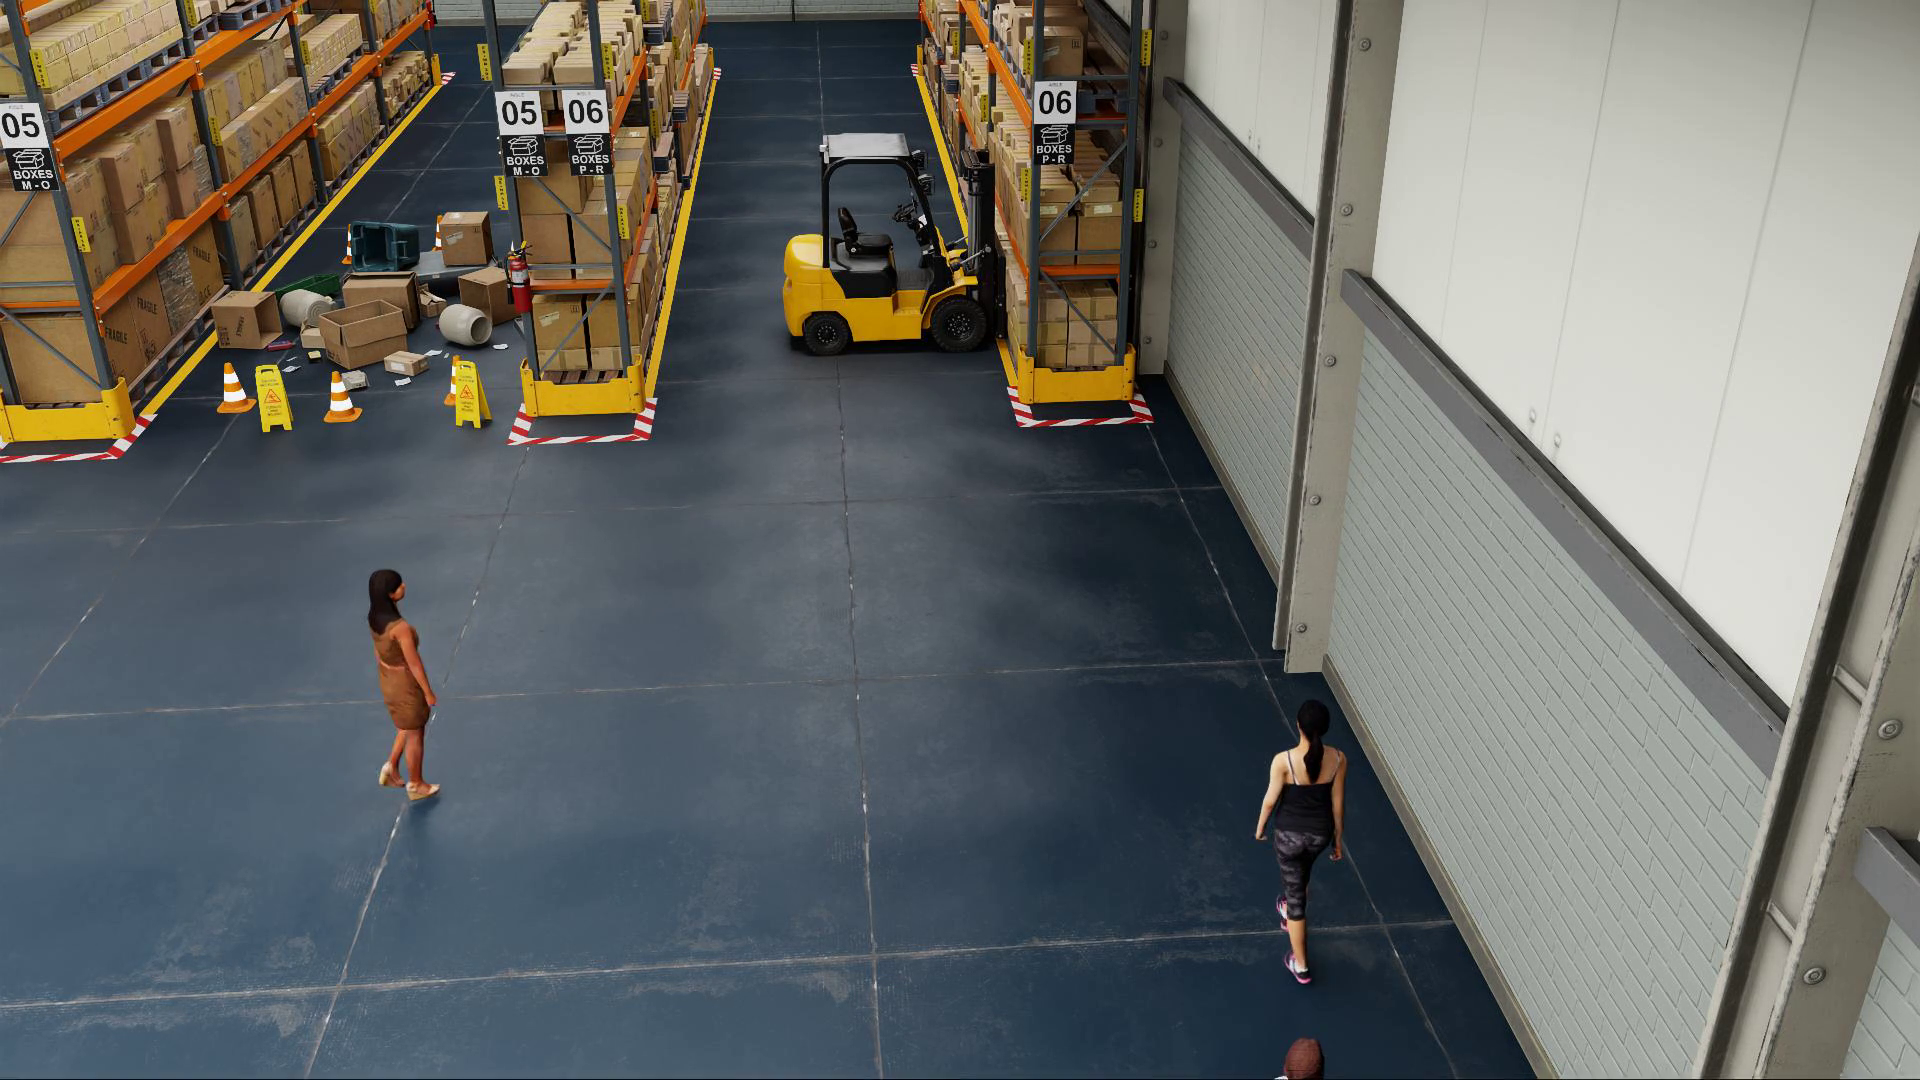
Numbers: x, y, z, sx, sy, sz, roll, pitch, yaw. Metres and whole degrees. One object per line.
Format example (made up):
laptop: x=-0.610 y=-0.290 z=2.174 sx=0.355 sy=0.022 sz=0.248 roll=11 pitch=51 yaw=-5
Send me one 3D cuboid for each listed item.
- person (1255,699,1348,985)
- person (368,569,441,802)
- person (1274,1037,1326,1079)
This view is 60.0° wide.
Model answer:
person: x=1.887 y=1.685 z=9.048 sx=0.596 sy=1.711 sz=0.894 roll=-3 pitch=27 yaw=-6
person: x=-3.577 y=0.965 z=10.484 sx=0.787 sy=1.677 sz=0.735 roll=-21 pitch=34 yaw=-35
person: x=1.536 y=2.763 z=7.634 sx=0.536 sy=1.089 sz=0.807 roll=3 pitch=27 yaw=5
